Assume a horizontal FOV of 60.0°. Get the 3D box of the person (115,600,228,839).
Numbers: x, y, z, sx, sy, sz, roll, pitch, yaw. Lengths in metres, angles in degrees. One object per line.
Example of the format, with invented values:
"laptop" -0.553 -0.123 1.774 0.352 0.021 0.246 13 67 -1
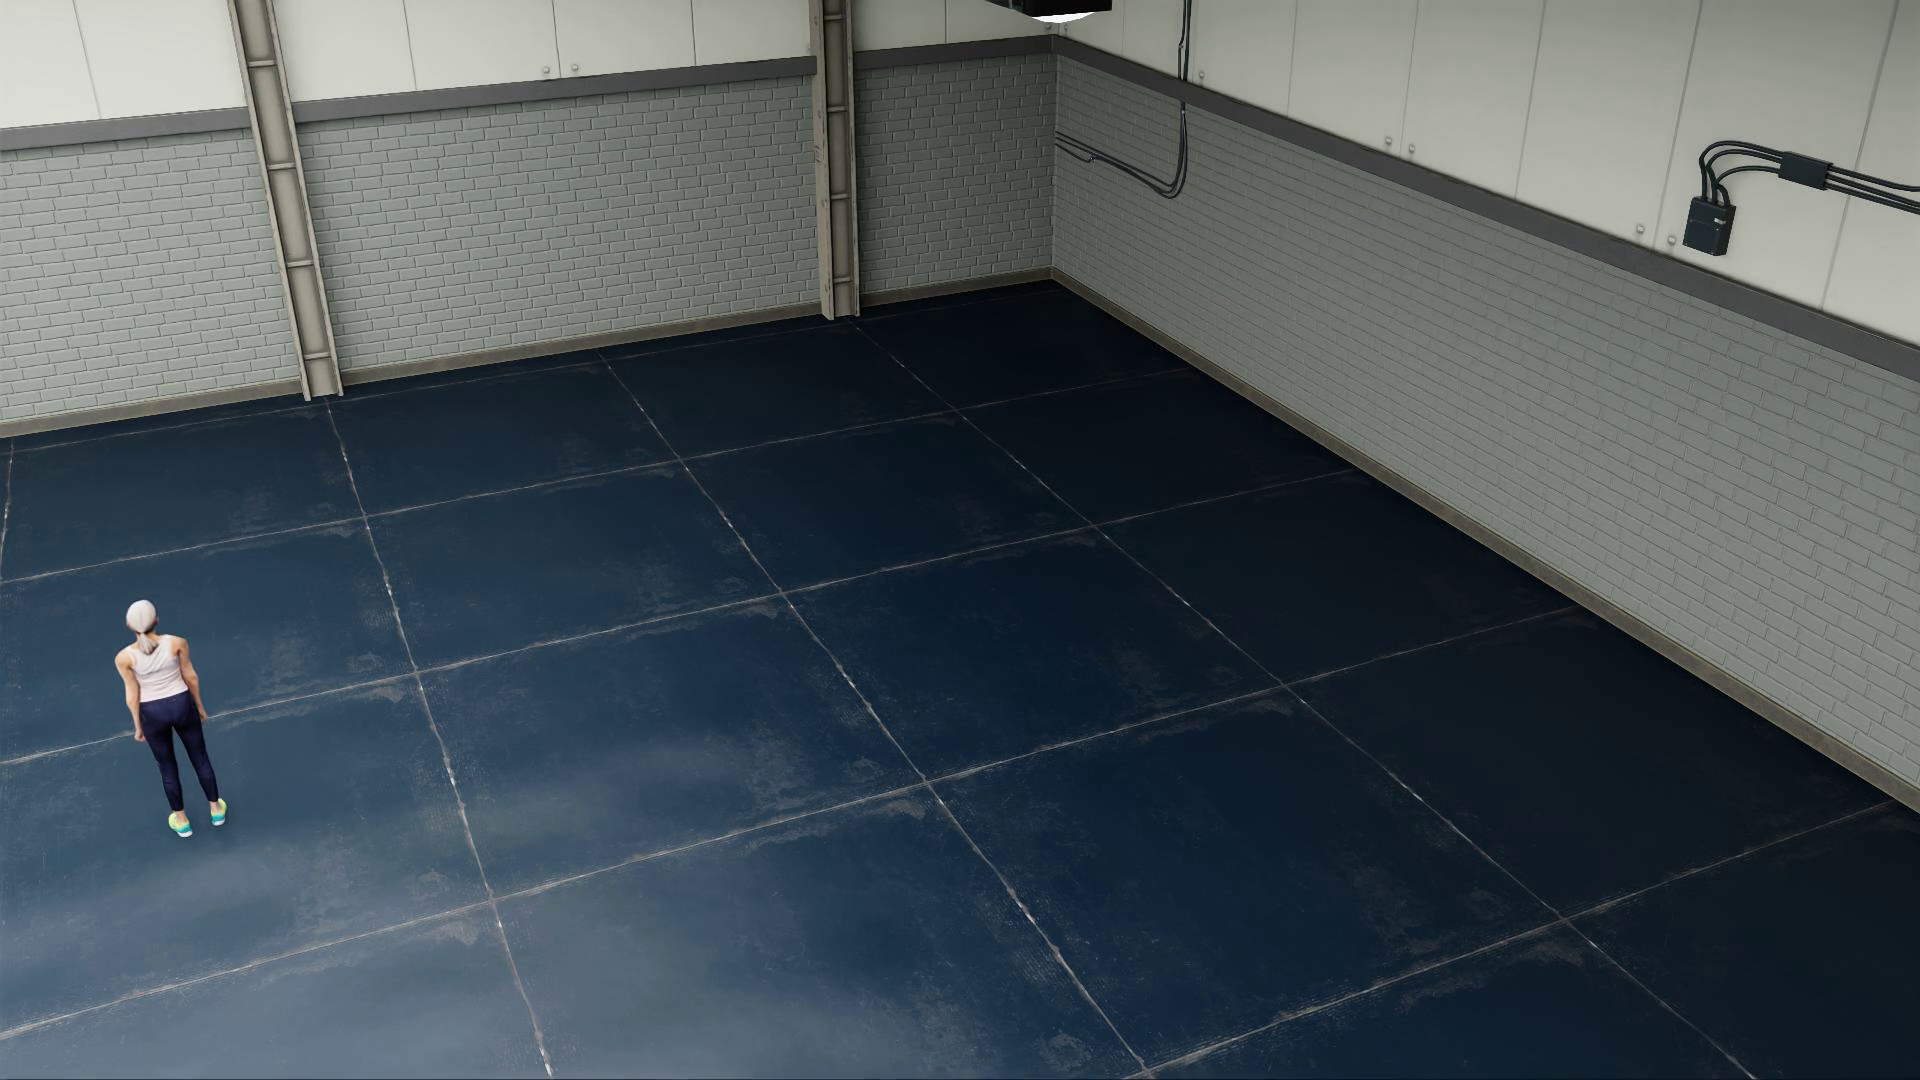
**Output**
"person" -5.131 1.155 10.798 0.507 1.702 0.683 -16 31 -28
